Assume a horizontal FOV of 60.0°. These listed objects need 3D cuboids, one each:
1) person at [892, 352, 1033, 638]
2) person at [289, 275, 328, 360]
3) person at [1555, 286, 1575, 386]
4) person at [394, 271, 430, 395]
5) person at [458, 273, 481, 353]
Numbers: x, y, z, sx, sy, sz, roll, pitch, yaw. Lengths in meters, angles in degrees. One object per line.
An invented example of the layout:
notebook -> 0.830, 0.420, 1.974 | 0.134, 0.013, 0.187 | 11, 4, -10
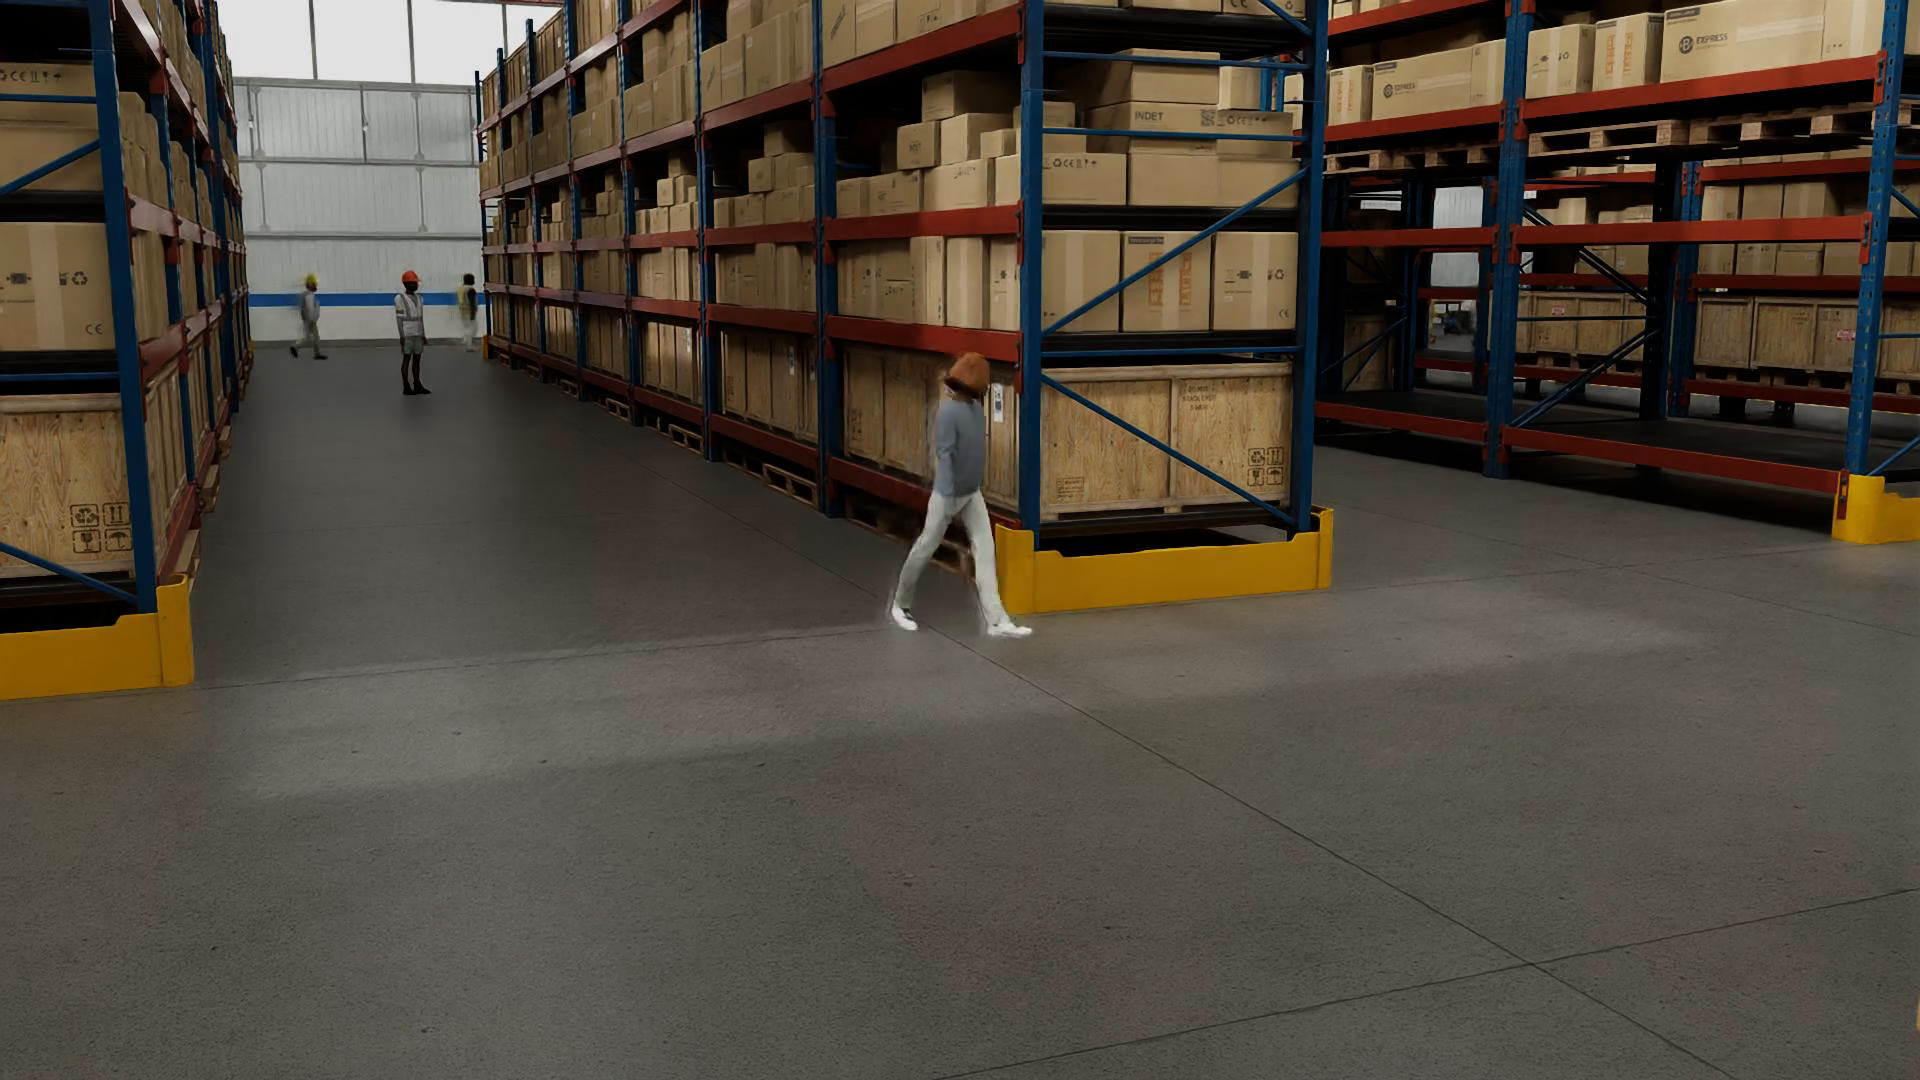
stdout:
person -> -0.028, -0.256, 9.271 | 0.869, 1.585, 0.540 | 6, 11, 31
person -> -13.886, -4.715, 35.324 | 0.700, 1.812, 0.605 | -5, 11, -25
person -> 10.298, -3.600, 28.072 | 0.388, 1.996, 0.612 | 0, 9, 0
person -> -8.603, -3.250, 26.132 | 0.345, 1.942, 0.547 | 4, 10, 25
person -> -11.281, -5.207, 38.215 | 0.432, 1.830, 0.627 | -9, 13, -43
